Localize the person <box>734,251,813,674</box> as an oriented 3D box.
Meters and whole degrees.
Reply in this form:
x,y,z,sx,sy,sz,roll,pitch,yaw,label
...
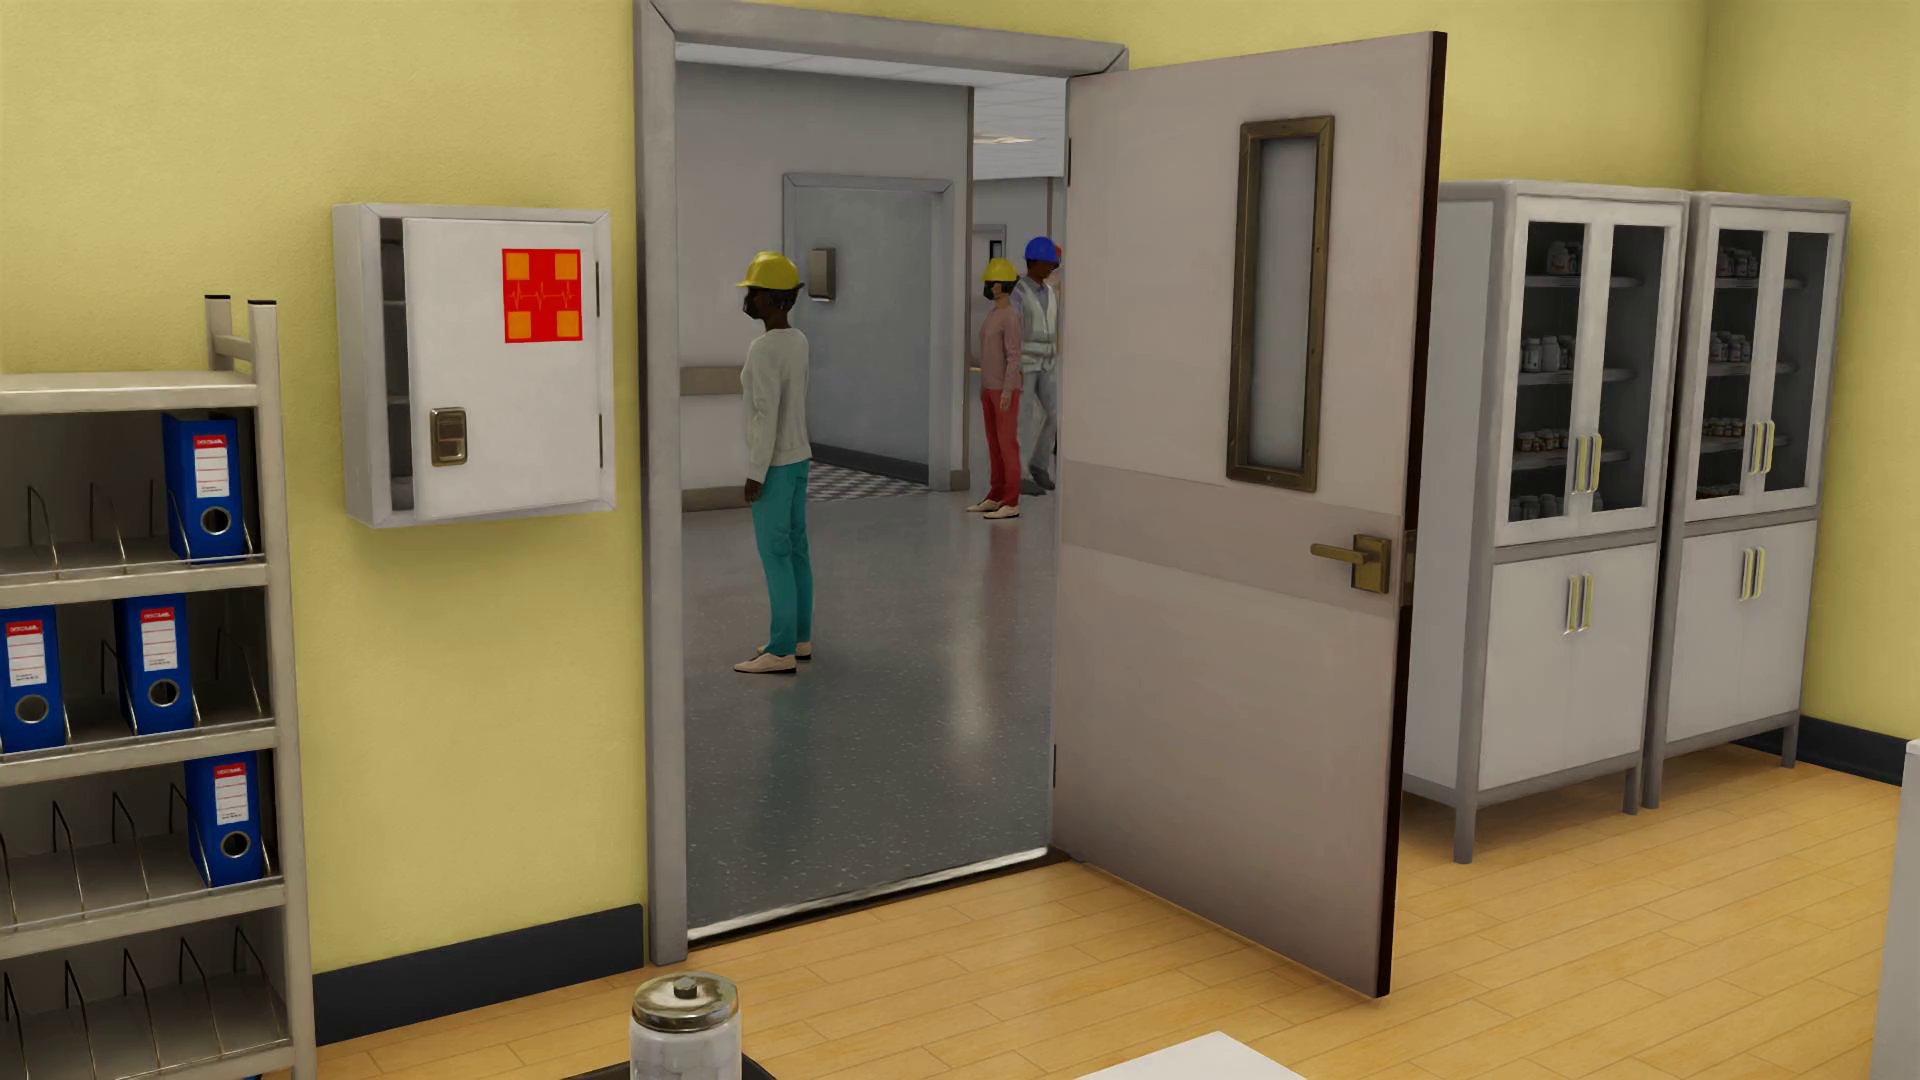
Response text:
x,y,z,sx,sy,sz,roll,pitch,yaw,label
-0.790,-0.321,7.024,0.304,1.770,0.533,3,10,12,person

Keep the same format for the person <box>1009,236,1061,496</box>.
x,y,z,sx,sy,sz,roll,pitch,yaw,label
0.546,-1.290,12.439,0.625,1.930,0.434,-8,13,-42,person

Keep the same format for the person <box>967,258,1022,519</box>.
x,y,z,sx,sy,sz,roll,pitch,yaw,label
0.257,-1.030,11.356,0.305,1.771,0.525,-2,10,-19,person
